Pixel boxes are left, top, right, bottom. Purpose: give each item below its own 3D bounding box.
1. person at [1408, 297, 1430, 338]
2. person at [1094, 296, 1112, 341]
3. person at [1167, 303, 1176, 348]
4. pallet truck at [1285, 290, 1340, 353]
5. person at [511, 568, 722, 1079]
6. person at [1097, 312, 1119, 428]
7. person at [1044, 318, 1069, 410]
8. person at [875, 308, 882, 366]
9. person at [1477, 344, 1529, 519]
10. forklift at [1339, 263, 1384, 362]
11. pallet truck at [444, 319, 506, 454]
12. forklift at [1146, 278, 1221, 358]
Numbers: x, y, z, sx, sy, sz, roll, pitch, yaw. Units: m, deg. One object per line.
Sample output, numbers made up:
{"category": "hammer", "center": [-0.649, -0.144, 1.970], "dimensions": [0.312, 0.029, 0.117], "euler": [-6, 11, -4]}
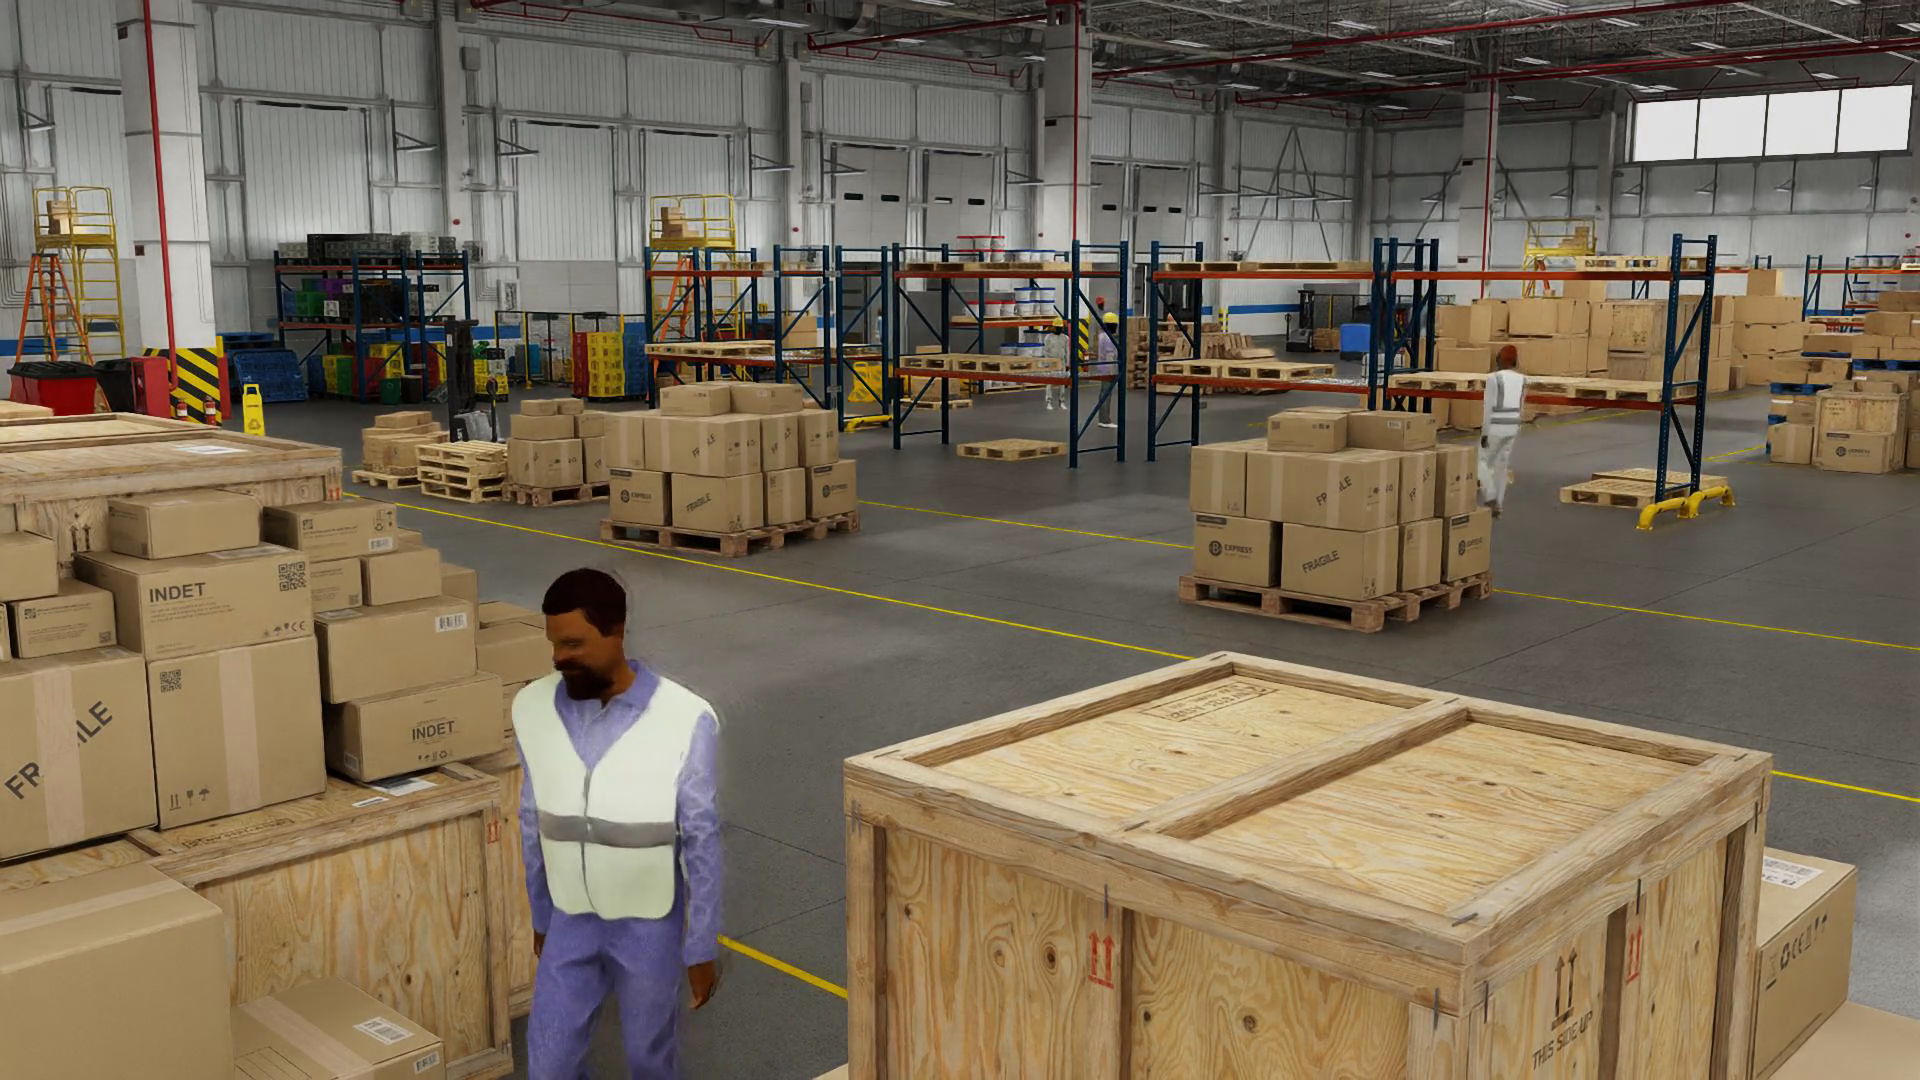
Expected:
{"category": "person", "center": [13.031, -5.966, 47.157], "dimensions": [0.630, 1.904, 0.984], "euler": [3, 10, 15]}
{"category": "person", "center": [3.852, -5.645, 45.106], "dimensions": [0.466, 1.913, 0.545], "euler": [-8, 12, -41]}
{"category": "person", "center": [5.928, -5.796, 46.712], "dimensions": [0.319, 1.693, 0.532], "euler": [0, 9, 2]}
{"category": "pallet truck", "center": [11.297, -6.951, 52.861], "dimensions": [1.885, 1.965, 0.823], "euler": [-5, 11, -29]}
{"category": "person", "center": [-0.902, 1.005, 4.376], "dimensions": [0.605, 1.898, 0.479], "euler": [2, 10, 13]}
{"category": "person", "center": [2.487, -2.838, 27.851], "dimensions": [0.363, 1.930, 0.585], "euler": [-1, 9, -6]}
{"category": "person", "center": [1.831, -3.324, 31.420], "dimensions": [0.484, 1.739, 0.319], "euler": [-2, 9, -11]}
{"category": "person", "center": [-2.100, -5.370, 44.295], "dimensions": [0.320, 1.632, 0.525], "euler": [0, 9, 0]}
{"category": "person", "center": [5.738, -1.148, 17.690], "dimensions": [0.619, 1.864, 0.417], "euler": [-4, 10, -24]}
{"category": "forklift", "center": [11.807, -6.480, 47.272], "dimensions": [1.873, 2.768, 1.129], "euler": [3, 10, 16]}
{"category": "pallet truck", "center": [-6.981, -1.942, 22.150], "dimensions": [1.885, 1.965, 0.823], "euler": [1, 9, 9]}
{"category": "forklift", "center": [6.369, -6.425, 46.935], "dimensions": [1.873, 2.768, 1.129], "euler": [9, 13, 43]}
